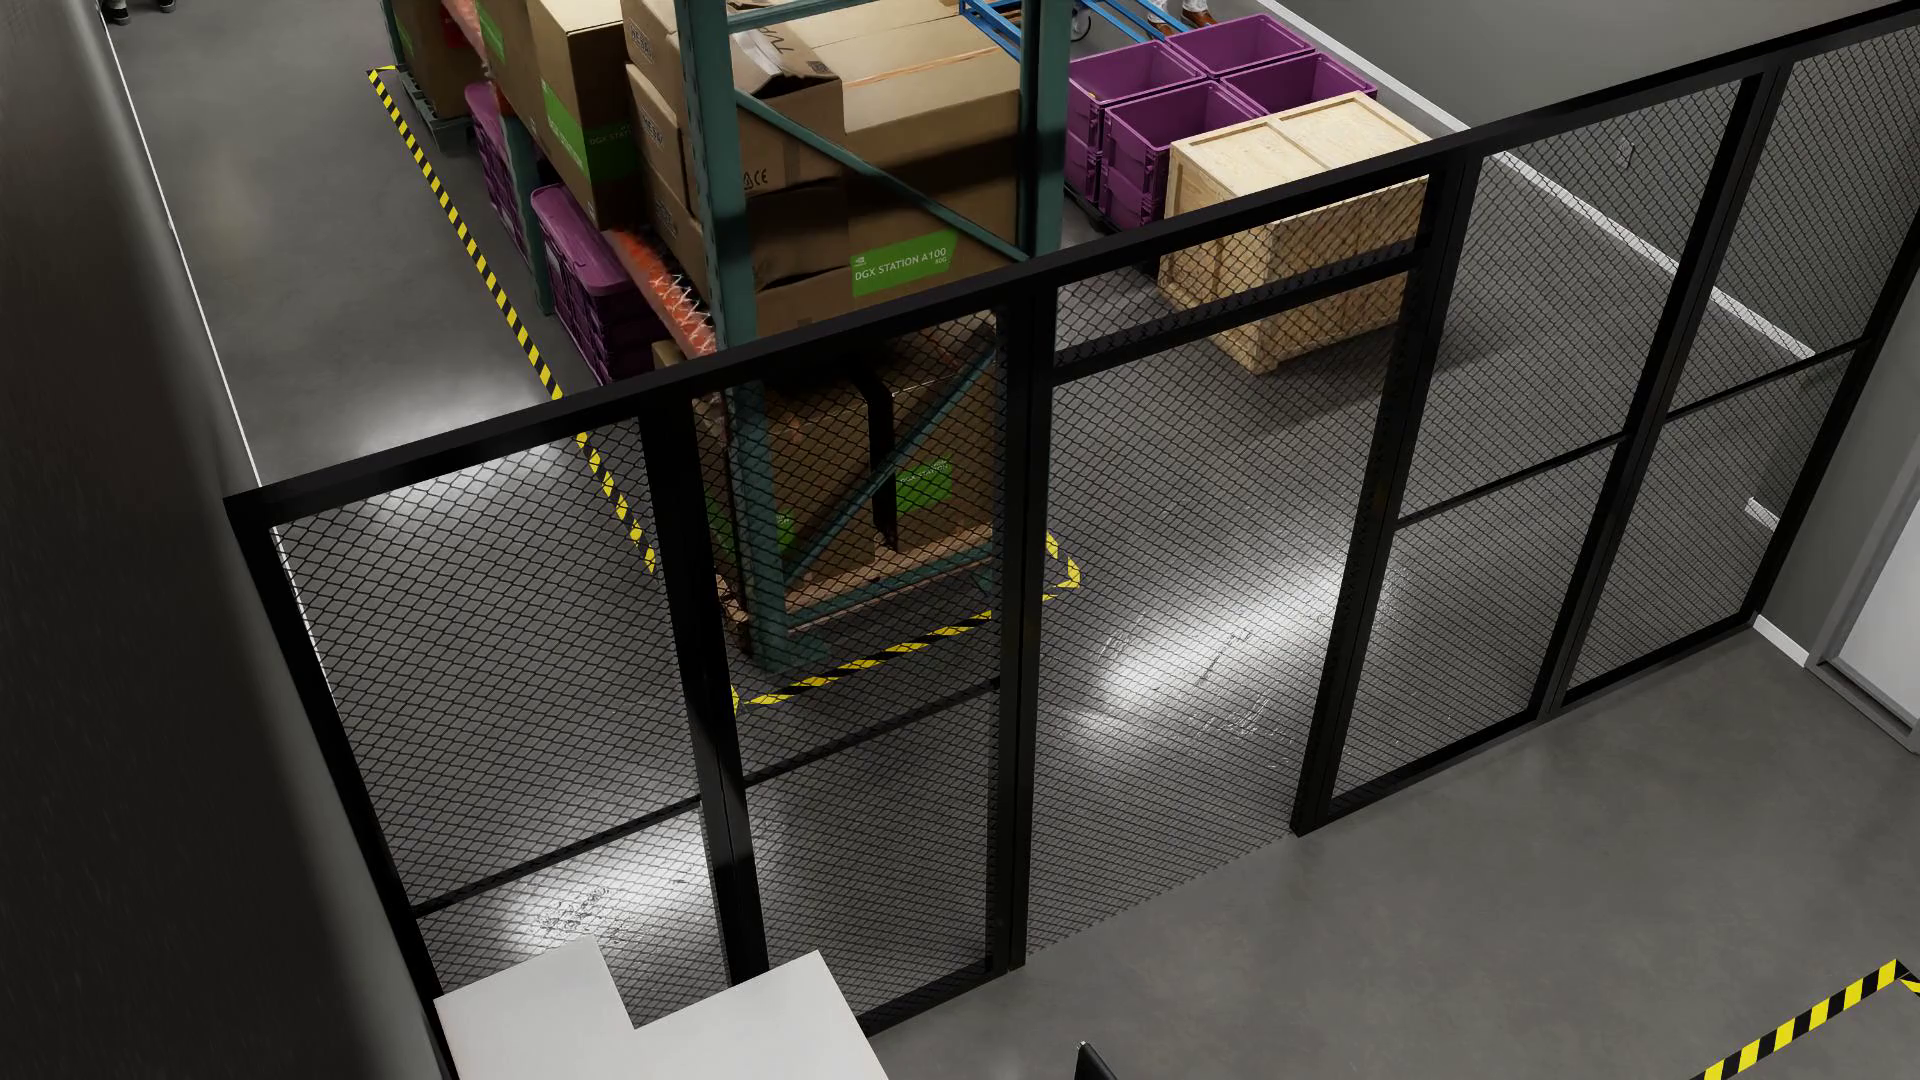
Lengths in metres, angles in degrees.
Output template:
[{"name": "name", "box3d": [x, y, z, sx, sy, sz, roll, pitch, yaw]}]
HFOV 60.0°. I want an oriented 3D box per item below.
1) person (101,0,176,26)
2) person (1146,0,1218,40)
[{"name": "person", "box3d": [-4.810, -3.772, 9.147, 0.587, 1.837, 0.404, -26, 49, -26]}, {"name": "person", "box3d": [1.288, -3.631, 8.917, 0.629, 1.940, 0.379, -20, 46, -20]}]
